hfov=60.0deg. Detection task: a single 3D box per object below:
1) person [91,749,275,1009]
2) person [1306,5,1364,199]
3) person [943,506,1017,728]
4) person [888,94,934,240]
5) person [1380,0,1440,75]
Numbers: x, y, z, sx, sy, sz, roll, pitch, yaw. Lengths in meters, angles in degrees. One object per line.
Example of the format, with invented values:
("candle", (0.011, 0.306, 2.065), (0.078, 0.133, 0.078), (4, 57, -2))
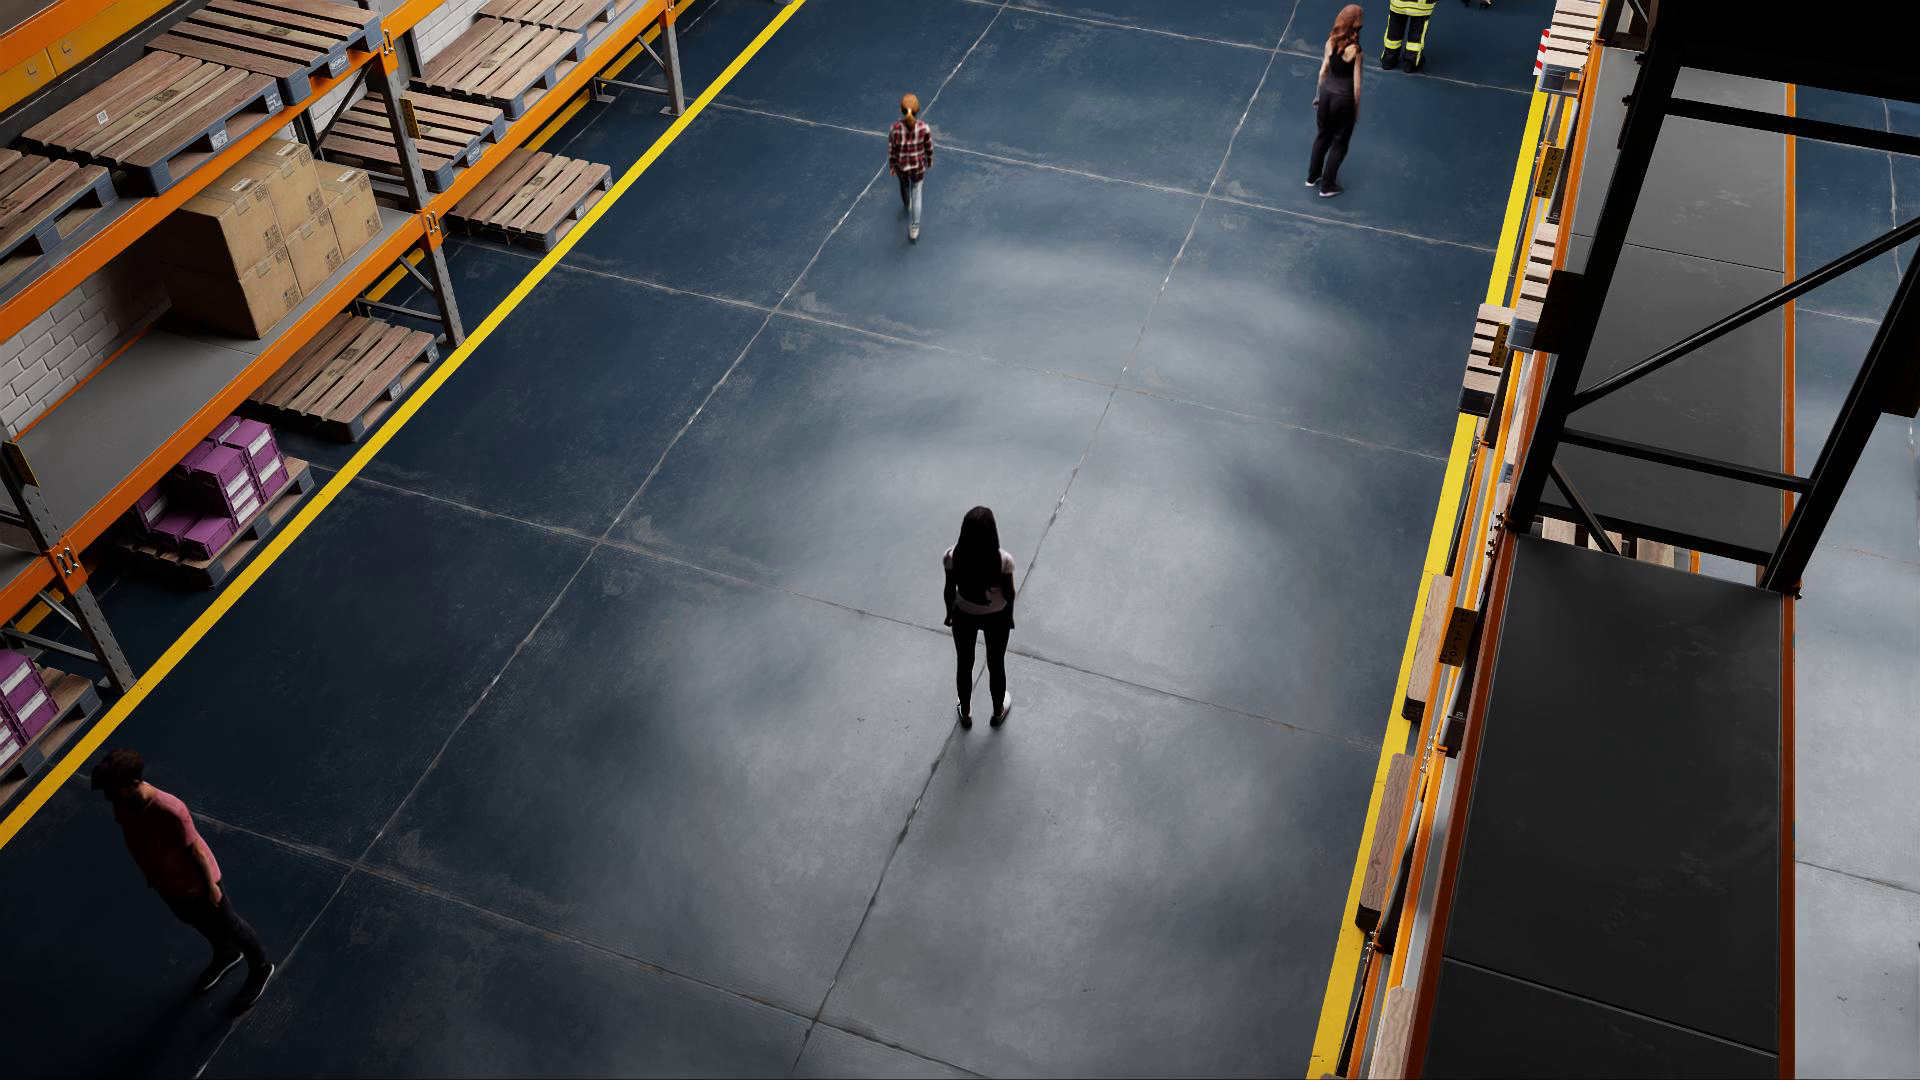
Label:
("person", (-4.074, 1.745, 8.759), (0.621, 1.958, 0.542), (14, 45, 14))
("person", (3.351, -3.912, 14.860), (0.736, 1.732, 0.746), (34, 53, 31))
("person", (0.124, 0.491, 10.208), (0.640, 1.775, 0.594), (4, 44, 4))
("person", (-0.425, -3.233, 14.482), (0.752, 1.271, 0.980), (-1, 44, -1))
("person", (4.533, -5.558, 16.524), (0.767, 1.821, 0.692), (19, 47, 18))
